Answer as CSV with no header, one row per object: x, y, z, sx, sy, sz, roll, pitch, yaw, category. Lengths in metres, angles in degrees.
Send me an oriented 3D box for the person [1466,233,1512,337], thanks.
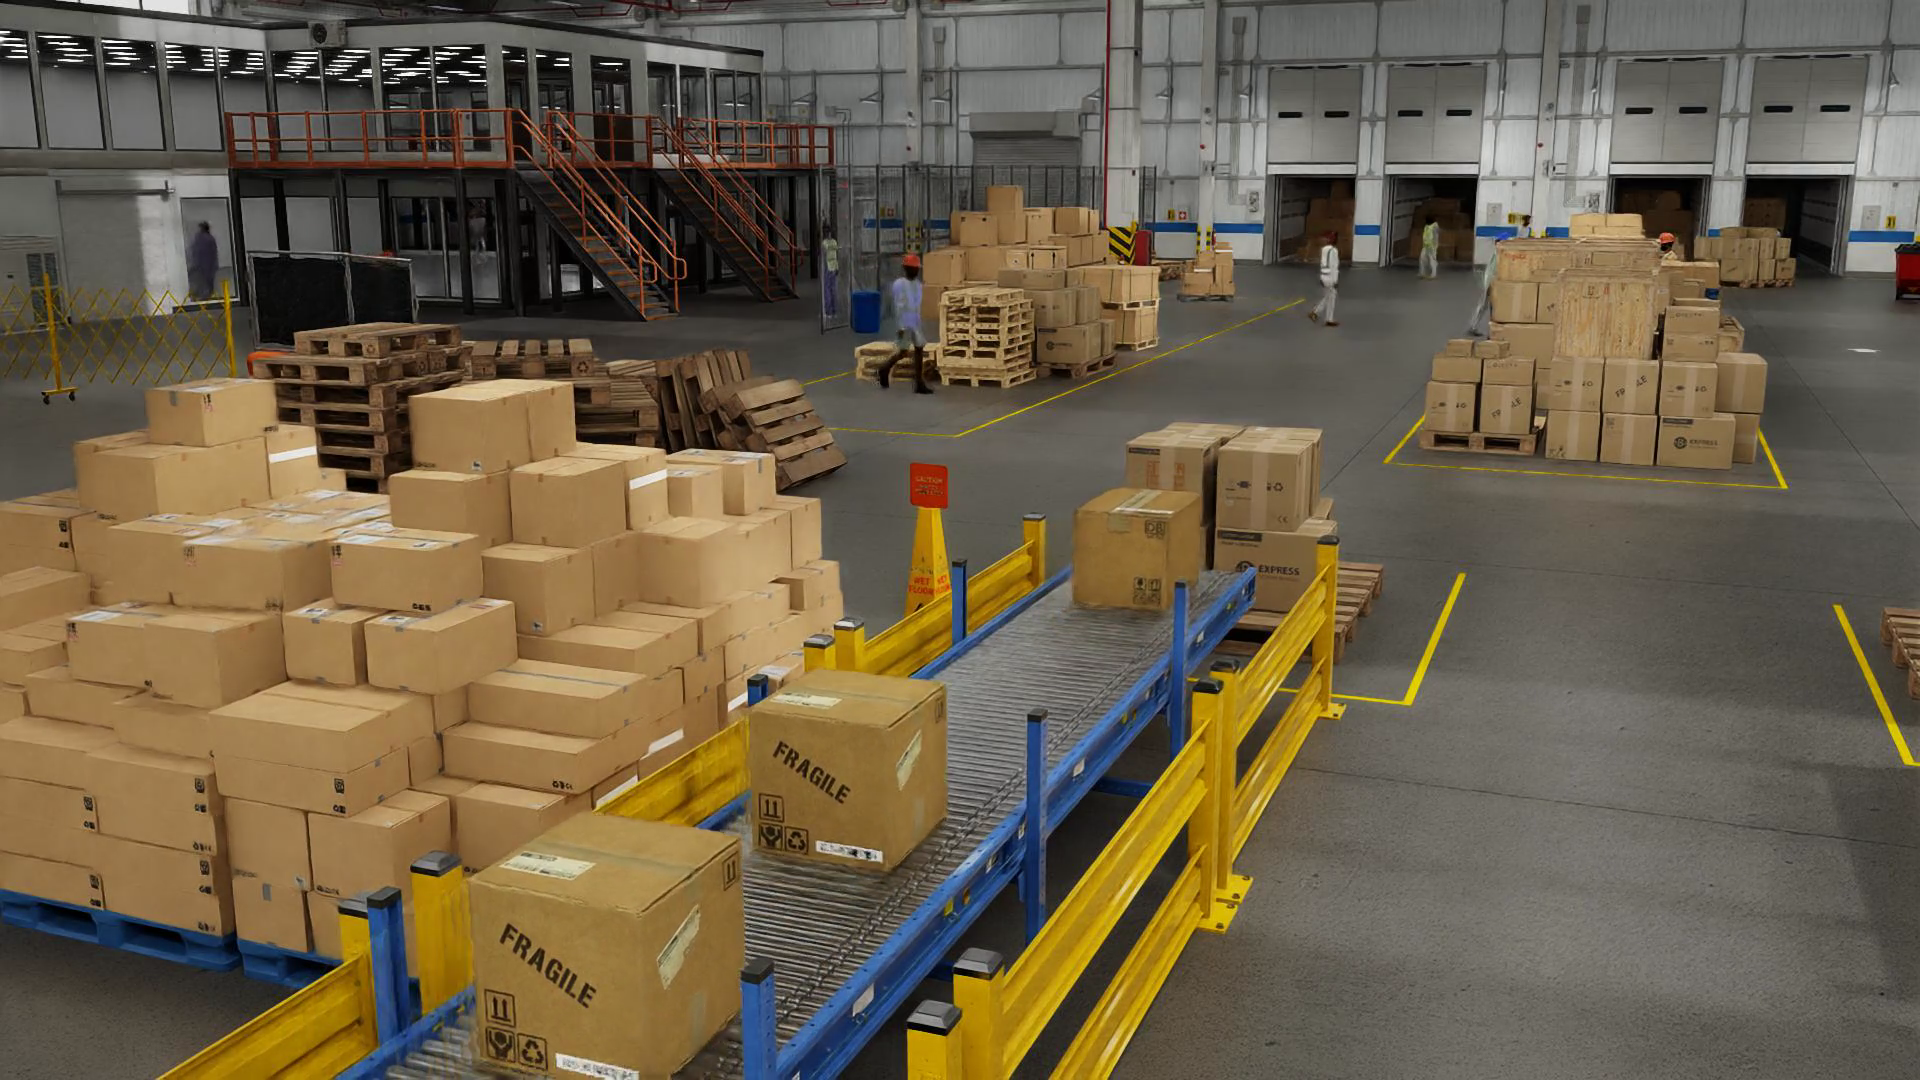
9.708,-4.617,30.149,0.982,1.876,0.620,3,13,15,person

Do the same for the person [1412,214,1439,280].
12.774,-8.009,45.539,0.768,1.810,0.634,-3,13,-11,person

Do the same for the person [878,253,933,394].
-0.739,-2.940,22.575,0.797,1.914,0.554,12,17,42,person

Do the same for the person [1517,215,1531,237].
14.961,-7.729,44.268,0.529,1.820,0.959,-12,17,-42,person

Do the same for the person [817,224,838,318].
-2.701,-5.511,34.110,0.390,1.912,0.591,6,14,25,person

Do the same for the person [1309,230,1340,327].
7.093,-5.024,32.023,0.467,1.872,0.576,-3,13,-12,person

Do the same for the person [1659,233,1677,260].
12.246,-4.368,28.935,0.374,1.928,0.542,3,13,14,person

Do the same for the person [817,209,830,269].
-4.200,-9.182,50.717,0.515,1.841,0.327,-9,16,-36,person

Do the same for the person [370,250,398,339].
-8.445,-3.328,24.476,0.750,1.832,0.604,-6,14,-25,person
